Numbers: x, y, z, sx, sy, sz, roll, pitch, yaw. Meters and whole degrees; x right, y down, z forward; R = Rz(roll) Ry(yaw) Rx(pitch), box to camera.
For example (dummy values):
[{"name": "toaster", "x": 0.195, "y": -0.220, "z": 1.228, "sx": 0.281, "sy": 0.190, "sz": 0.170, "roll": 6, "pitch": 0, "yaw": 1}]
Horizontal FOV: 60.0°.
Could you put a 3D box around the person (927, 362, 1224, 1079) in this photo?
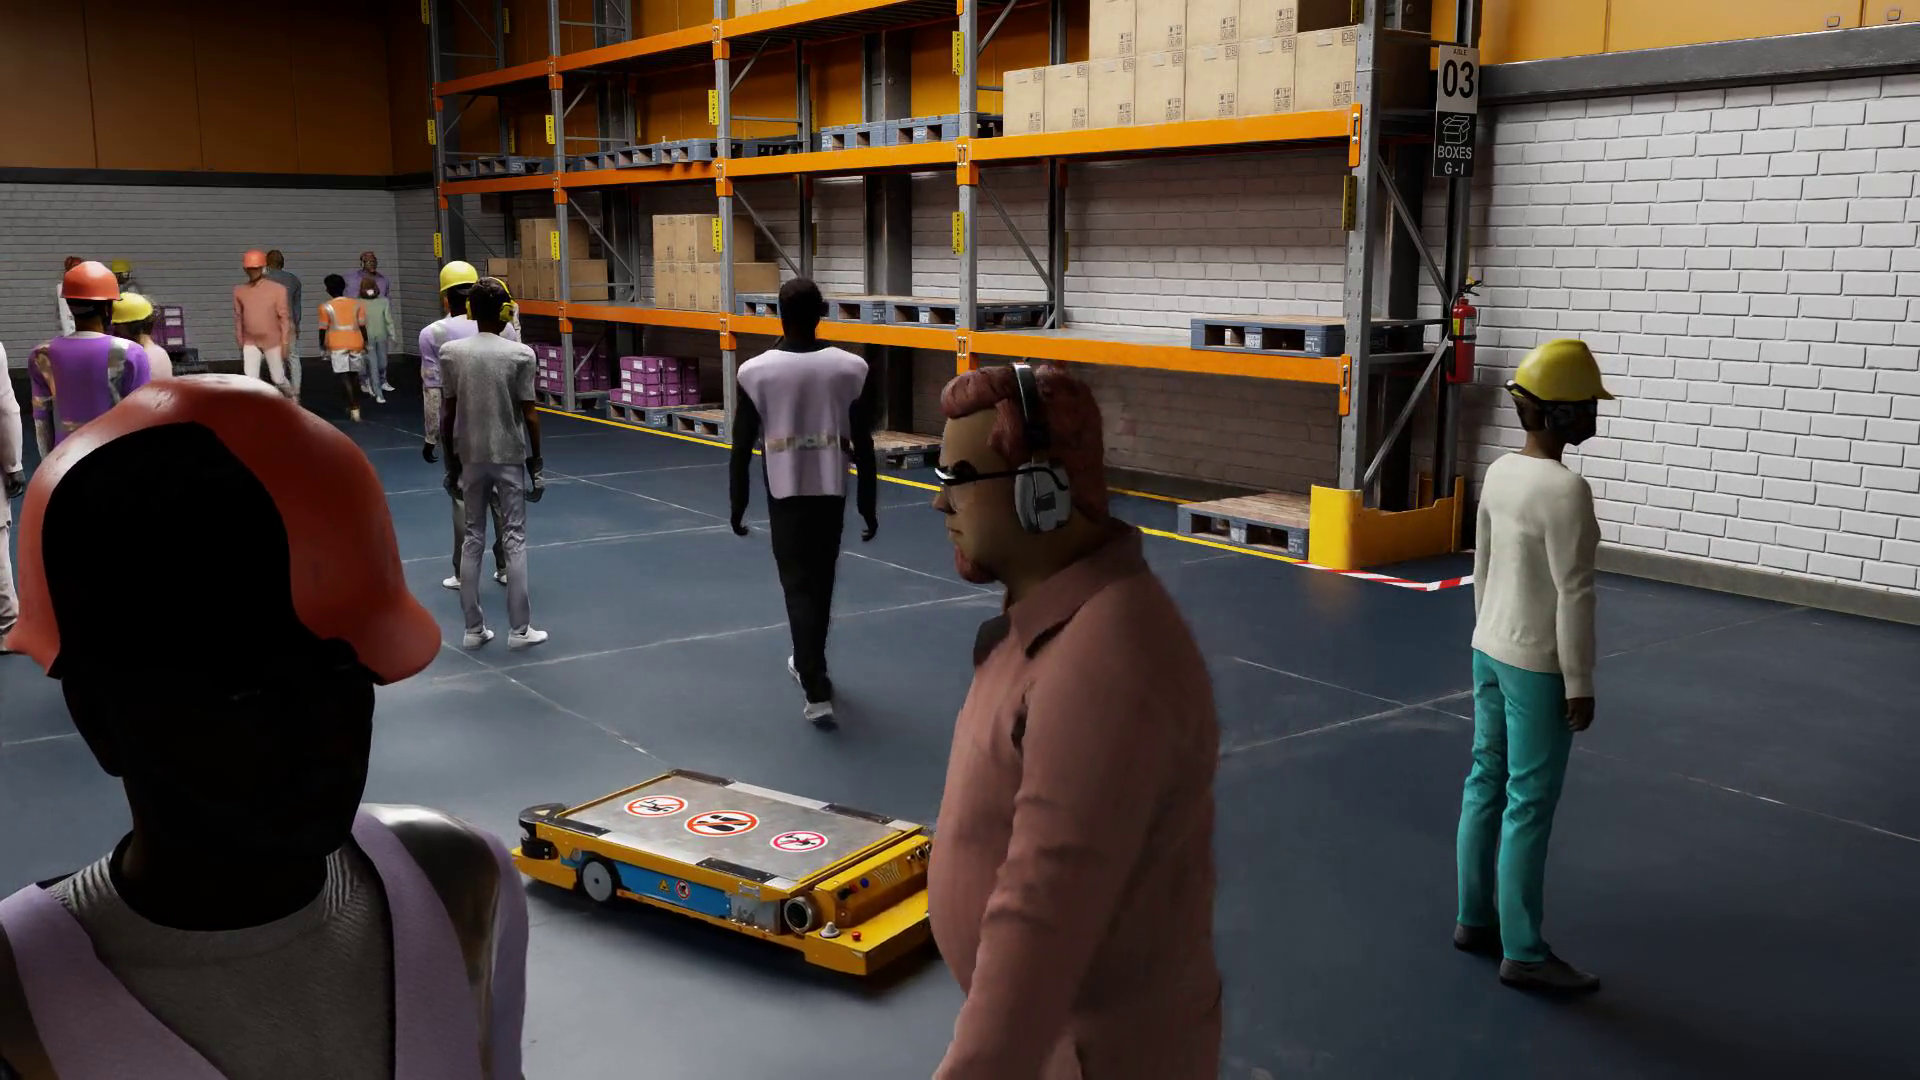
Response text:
[{"name": "person", "x": 0.075, "y": 0.693, "z": 2.335, "sx": 0.946, "sy": 1.859, "sz": 0.641, "roll": -1, "pitch": 10, "yaw": -5}]

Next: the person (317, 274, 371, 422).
[{"name": "person", "x": -7.076, "y": -2.196, "z": 19.012, "sx": 0.548, "sy": 1.661, "sz": 0.800, "roll": -9, "pitch": 13, "yaw": -40}]

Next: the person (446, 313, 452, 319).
[{"name": "person", "x": -4.782, "y": -1.663, "z": 16.154, "sx": 0.294, "sy": 1.633, "sz": 0.510, "roll": 4, "pitch": 11, "yaw": 21}]

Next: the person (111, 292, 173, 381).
[{"name": "person", "x": -4.580, "y": -0.529, "z": 9.475, "sx": 0.428, "sy": 1.750, "sz": 0.543, "roll": -3, "pitch": 11, "yaw": -18}]

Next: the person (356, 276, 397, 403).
[{"name": "person", "x": -7.524, "y": -2.569, "z": 21.290, "sx": 0.509, "sy": 1.605, "sz": 0.664, "roll": -8, "pitch": 13, "yaw": -38}]

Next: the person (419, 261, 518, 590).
[{"name": "person", "x": -2.857, "y": -0.658, "z": 9.711, "sx": 0.586, "sy": 1.921, "sz": 0.379, "roll": -8, "pitch": 13, "yaw": -38}]

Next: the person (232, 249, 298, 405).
[{"name": "person", "x": -7.505, "y": -2.153, "z": 17.996, "sx": 0.613, "sy": 1.972, "sz": 0.832, "roll": 0, "pitch": 10, "yaw": -2}]

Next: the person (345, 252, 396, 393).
[{"name": "person", "x": -8.019, "y": -2.970, "z": 22.701, "sx": 0.407, "sy": 1.908, "sz": 0.641, "roll": 8, "pitch": 13, "yaw": 37}]

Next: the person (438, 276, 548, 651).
[{"name": "person", "x": -2.327, "y": -0.371, "z": 8.285, "sx": 0.521, "sy": 1.861, "sz": 0.318, "roll": 1, "pitch": 10, "yaw": 4}]

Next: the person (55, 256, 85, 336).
[{"name": "person", "x": -10.367, "y": -2.388, "z": 19.541, "sx": 0.635, "sy": 1.868, "sz": 0.622, "roll": 0, "pitch": 10, "yaw": 2}]

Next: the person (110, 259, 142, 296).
[{"name": "person", "x": -11.397, "y": -2.914, "z": 22.668, "sx": 0.604, "sy": 1.801, "sz": 0.598, "roll": 10, "pitch": 14, "yaw": 44}]

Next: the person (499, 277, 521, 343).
[{"name": "person", "x": -5.405, "y": -2.280, "z": 19.627, "sx": 0.497, "sy": 1.628, "sz": 0.276, "roll": -9, "pitch": 14, "yaw": -42}]

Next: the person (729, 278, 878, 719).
[{"name": "person", "x": -0.680, "y": -0.190, "z": 7.242, "sx": 0.609, "sy": 1.877, "sz": 0.987, "roll": -3, "pitch": 11, "yaw": -17}]

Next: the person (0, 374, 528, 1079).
[{"name": "person", "x": -0.491, "y": 0.845, "z": 1.244, "sx": 0.361, "sy": 1.938, "sz": 0.545, "roll": 6, "pitch": 12, "yaw": 30}]

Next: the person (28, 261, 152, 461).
[{"name": "person", "x": -3.992, "y": -0.319, "z": 7.763, "sx": 0.545, "sy": 1.938, "sz": 0.361, "roll": -1, "pitch": 10, "yaw": -5}]

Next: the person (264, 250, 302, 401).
[{"name": "person", "x": -8.688, "y": -2.726, "z": 21.246, "sx": 0.368, "sy": 1.939, "sz": 0.633, "roll": 5, "pitch": 11, "yaw": 27}]

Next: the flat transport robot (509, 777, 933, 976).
[{"name": "flat transport robot", "x": -0.667, "y": 0.981, "z": 5.153, "sx": 1.431, "sy": 0.197, "sz": 0.652, "roll": 7, "pitch": 12, "yaw": 33}]

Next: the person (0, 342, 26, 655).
[{"name": "person", "x": -4.910, "y": -0.366, "z": 8.134, "sx": 0.639, "sy": 1.902, "sz": 0.407, "roll": -2, "pitch": 10, "yaw": -11}]

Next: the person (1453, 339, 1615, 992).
[{"name": "person", "x": 1.584, "y": 0.336, "z": 4.573, "sx": 0.324, "sy": 1.769, "sz": 0.523, "roll": -1, "pitch": 10, "yaw": -8}]
